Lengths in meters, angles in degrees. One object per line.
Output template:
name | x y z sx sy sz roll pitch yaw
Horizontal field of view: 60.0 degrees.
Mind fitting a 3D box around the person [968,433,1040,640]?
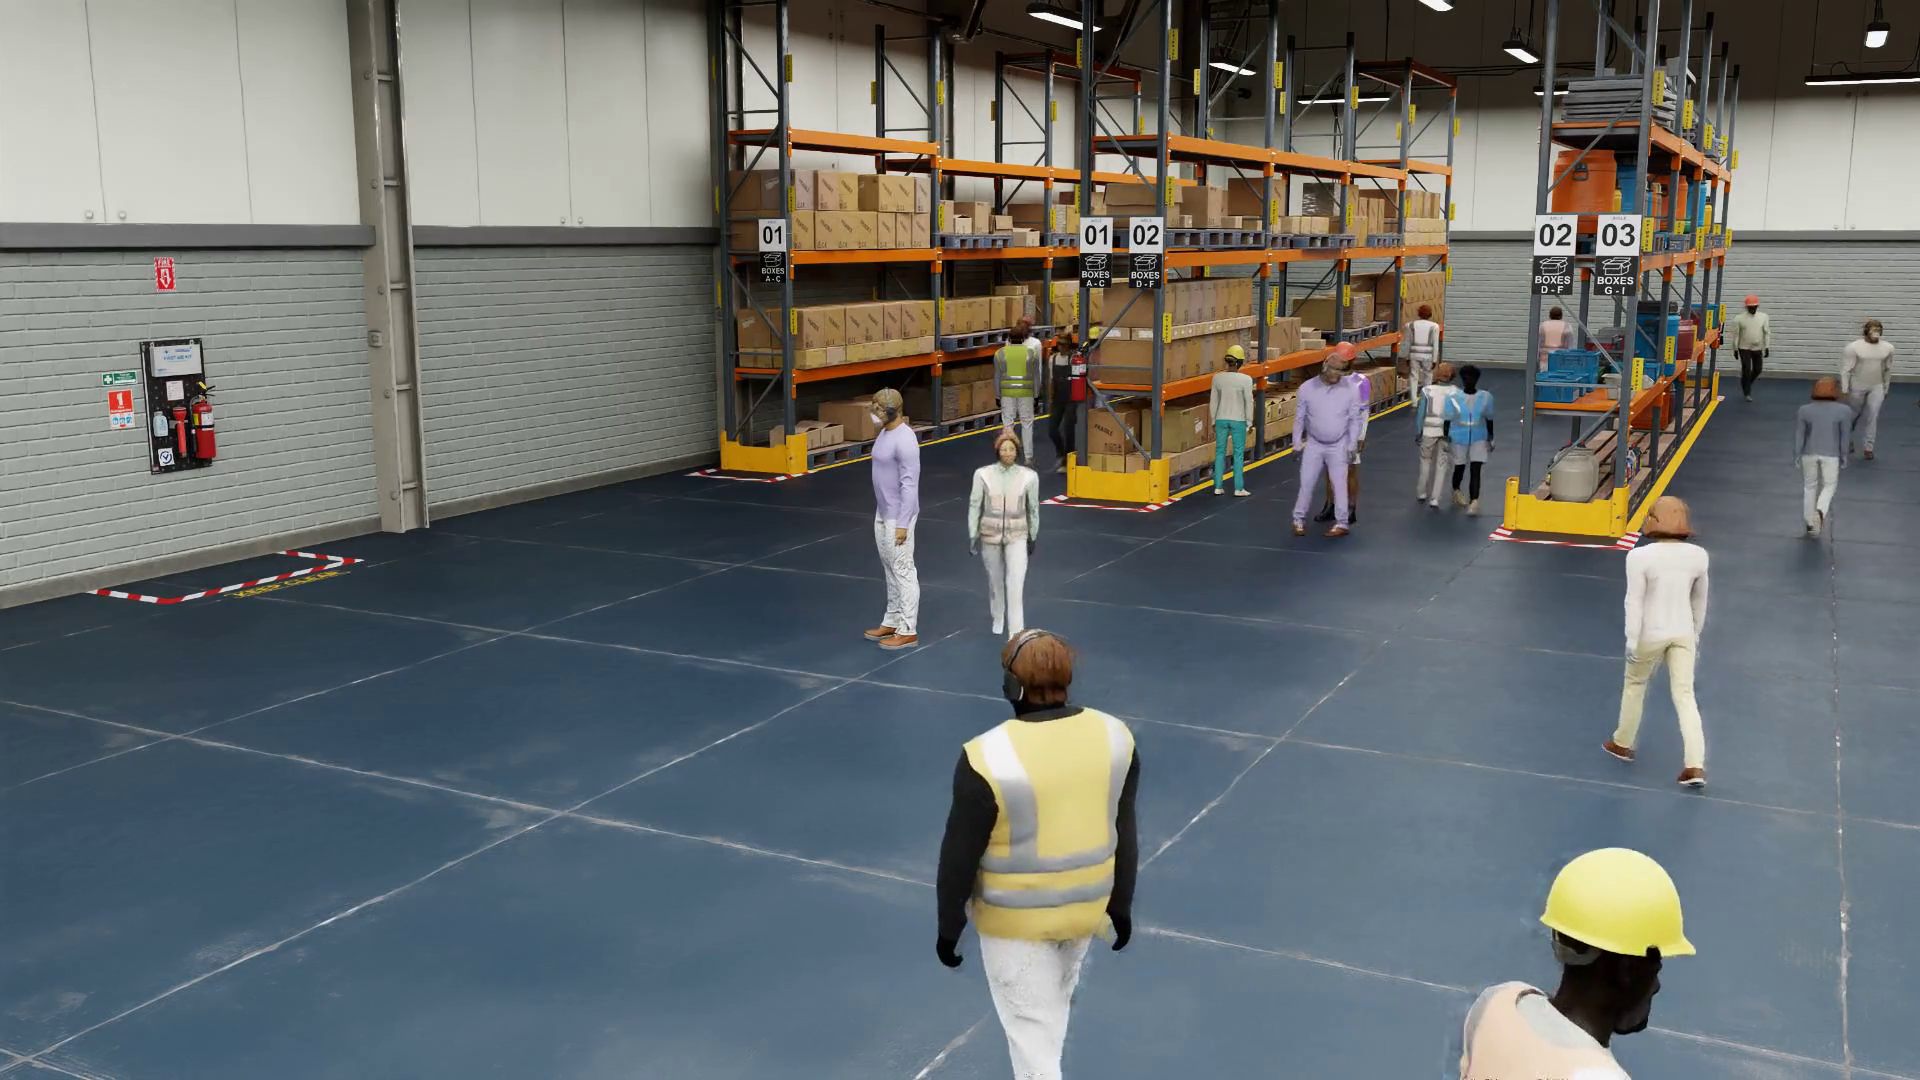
person | 0.326 -0.014 12.412 0.529 1.594 0.888 1 10 4

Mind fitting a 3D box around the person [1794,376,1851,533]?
person | 8.716 -0.850 16.854 0.515 1.618 0.546 7 12 34

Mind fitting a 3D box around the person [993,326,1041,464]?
person | 0.759 -1.918 22.102 0.625 1.841 0.429 1 10 4

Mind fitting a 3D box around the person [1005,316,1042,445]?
person | 0.915 -2.317 24.198 0.598 1.865 0.461 5 11 24

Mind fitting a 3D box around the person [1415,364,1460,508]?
person | 5.393 -1.188 18.746 0.530 1.596 0.823 2 11 10

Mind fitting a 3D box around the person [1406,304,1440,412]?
person | 8.030 -3.160 28.874 0.580 1.839 0.956 5 11 24

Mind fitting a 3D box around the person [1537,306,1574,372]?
person | 10.137 -3.074 28.398 0.633 1.839 0.429 5 11 25

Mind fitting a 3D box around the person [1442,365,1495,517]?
person | 5.575 -1.119 18.263 0.569 1.653 0.809 2 11 12

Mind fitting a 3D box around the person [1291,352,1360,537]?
person | 3.694 -0.961 16.795 0.672 1.886 0.408 2 11 13

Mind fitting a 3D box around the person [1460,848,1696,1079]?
person | 1.094 1.512 3.215 0.565 1.903 0.597 -1 10 -6

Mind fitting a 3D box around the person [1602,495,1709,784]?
person | 3.974 0.548 9.341 0.514 1.588 0.859 -1 10 -5

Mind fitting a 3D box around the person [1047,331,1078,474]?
person | 1.338 -1.752 21.226 0.519 1.825 0.394 6 12 29

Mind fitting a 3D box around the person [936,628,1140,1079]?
person | 0.181 1.160 5.354 0.654 1.819 0.756 -6 12 -29

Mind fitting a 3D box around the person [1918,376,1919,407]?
person | 12.586 -1.861 21.237 0.615 2.038 0.395 9 14 41

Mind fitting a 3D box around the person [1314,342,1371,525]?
person | 4.028 -1.125 17.535 0.543 1.928 0.373 9 14 41

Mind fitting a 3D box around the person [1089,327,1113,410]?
person | 1.920 -2.188 23.904 0.552 1.715 0.917 3 11 15

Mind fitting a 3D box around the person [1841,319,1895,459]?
person | 12.462 -2.097 22.910 0.640 1.909 0.937 3 11 14

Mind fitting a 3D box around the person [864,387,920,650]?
person | -0.488 -0.162 12.268 0.371 1.933 0.627 -4 11 -19

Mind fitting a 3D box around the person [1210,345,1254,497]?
person | 3.175 -1.385 19.390 0.532 1.767 0.328 7 12 32

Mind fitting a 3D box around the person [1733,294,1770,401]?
person | 14.539 -3.545 30.618 0.625 1.967 0.607 1 10 8
